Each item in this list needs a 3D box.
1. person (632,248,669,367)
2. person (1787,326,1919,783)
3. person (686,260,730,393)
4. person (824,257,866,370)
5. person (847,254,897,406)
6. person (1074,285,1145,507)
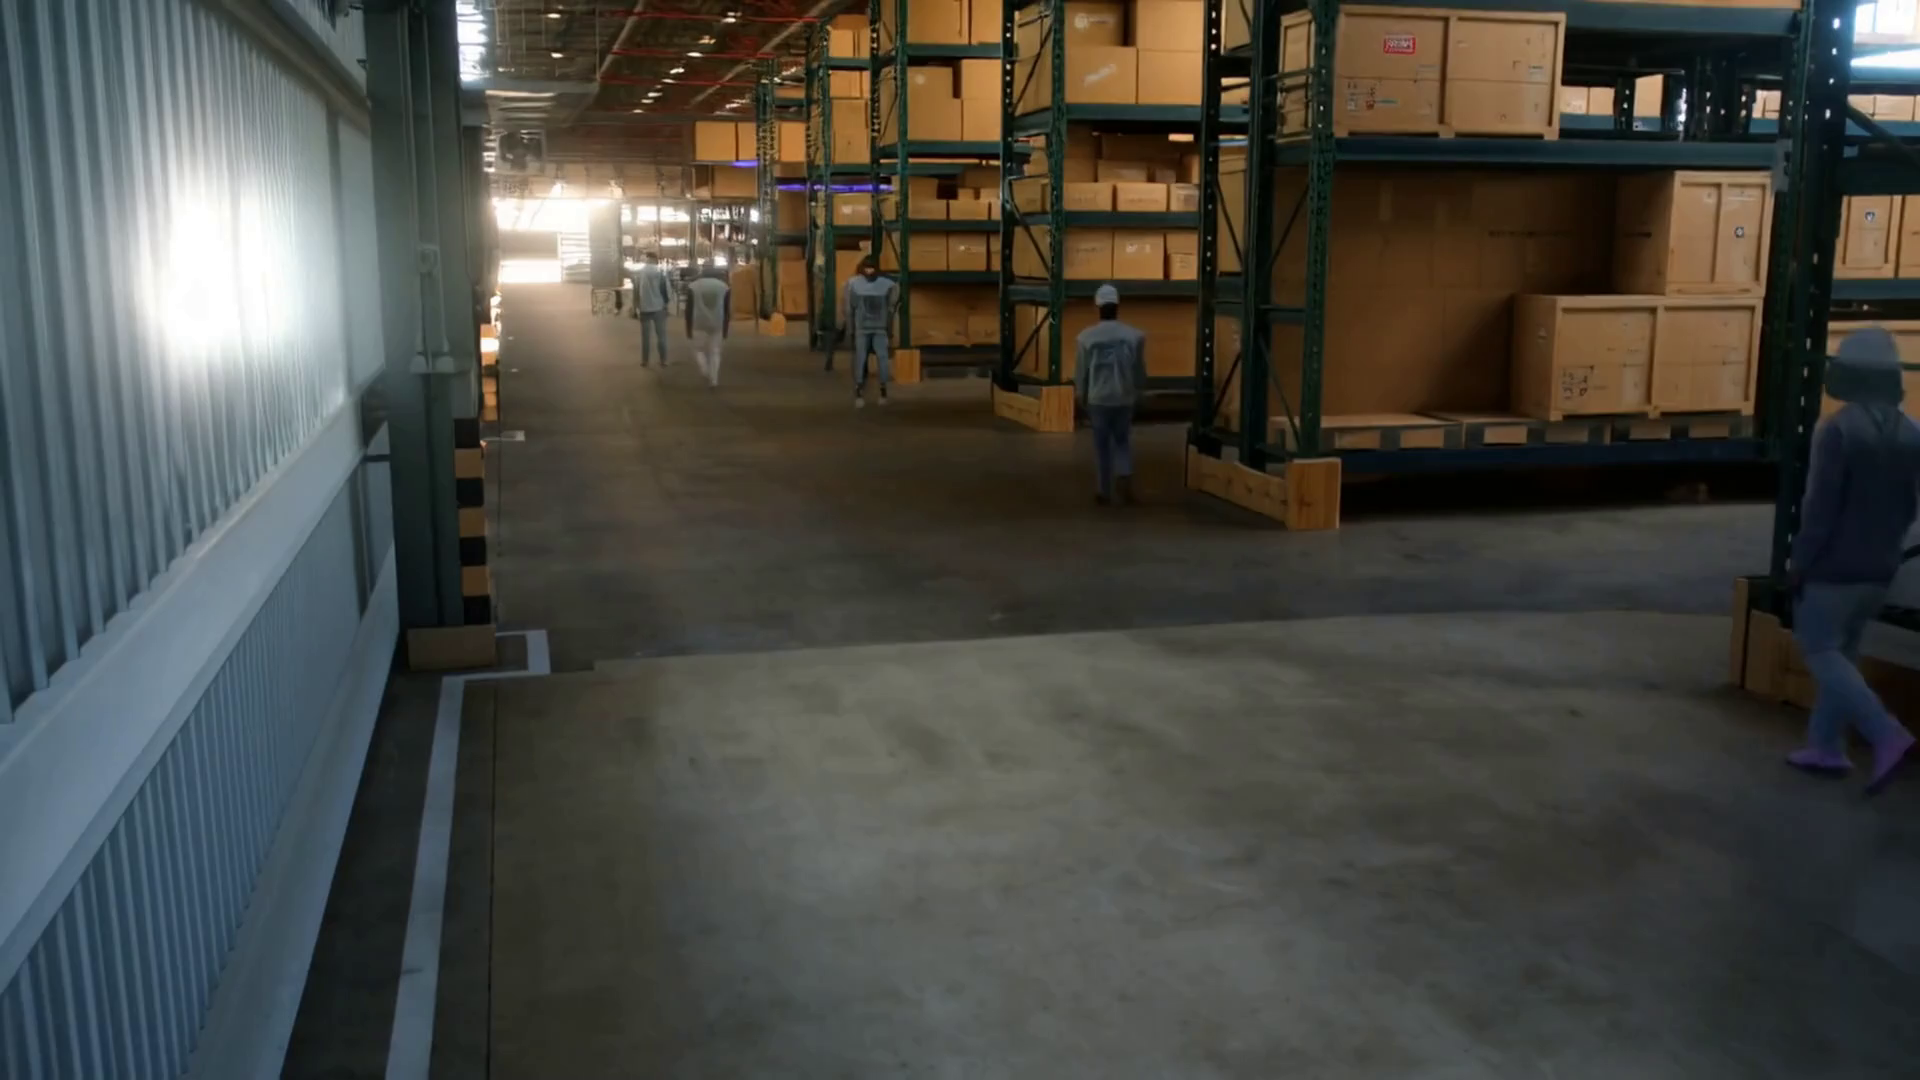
[{"bbox_3d":[-5.209,-3.905,28.009,0.613,1.988,0.398,-3,10,-16],"label":"person"},{"bbox_3d":[3.368,0.077,6.183,0.493,1.729,0.515,-4,11,-20],"label":"person"},{"bbox_3d":[-3.488,-2.948,23.051,0.652,1.826,0.445,-5,11,-25],"label":"person"},{"bbox_3d":[-1.769,-3.692,27.213,1.067,1.863,0.609,-5,11,-27],"label":"person"},{"bbox_3d":[-1.115,-2.654,21.114,0.627,1.932,0.366,0,10,-2],"label":"person"},{"bbox_3d":[1.171,-1.116,12.953,0.568,1.728,0.706,0,10,0],"label":"person"}]
